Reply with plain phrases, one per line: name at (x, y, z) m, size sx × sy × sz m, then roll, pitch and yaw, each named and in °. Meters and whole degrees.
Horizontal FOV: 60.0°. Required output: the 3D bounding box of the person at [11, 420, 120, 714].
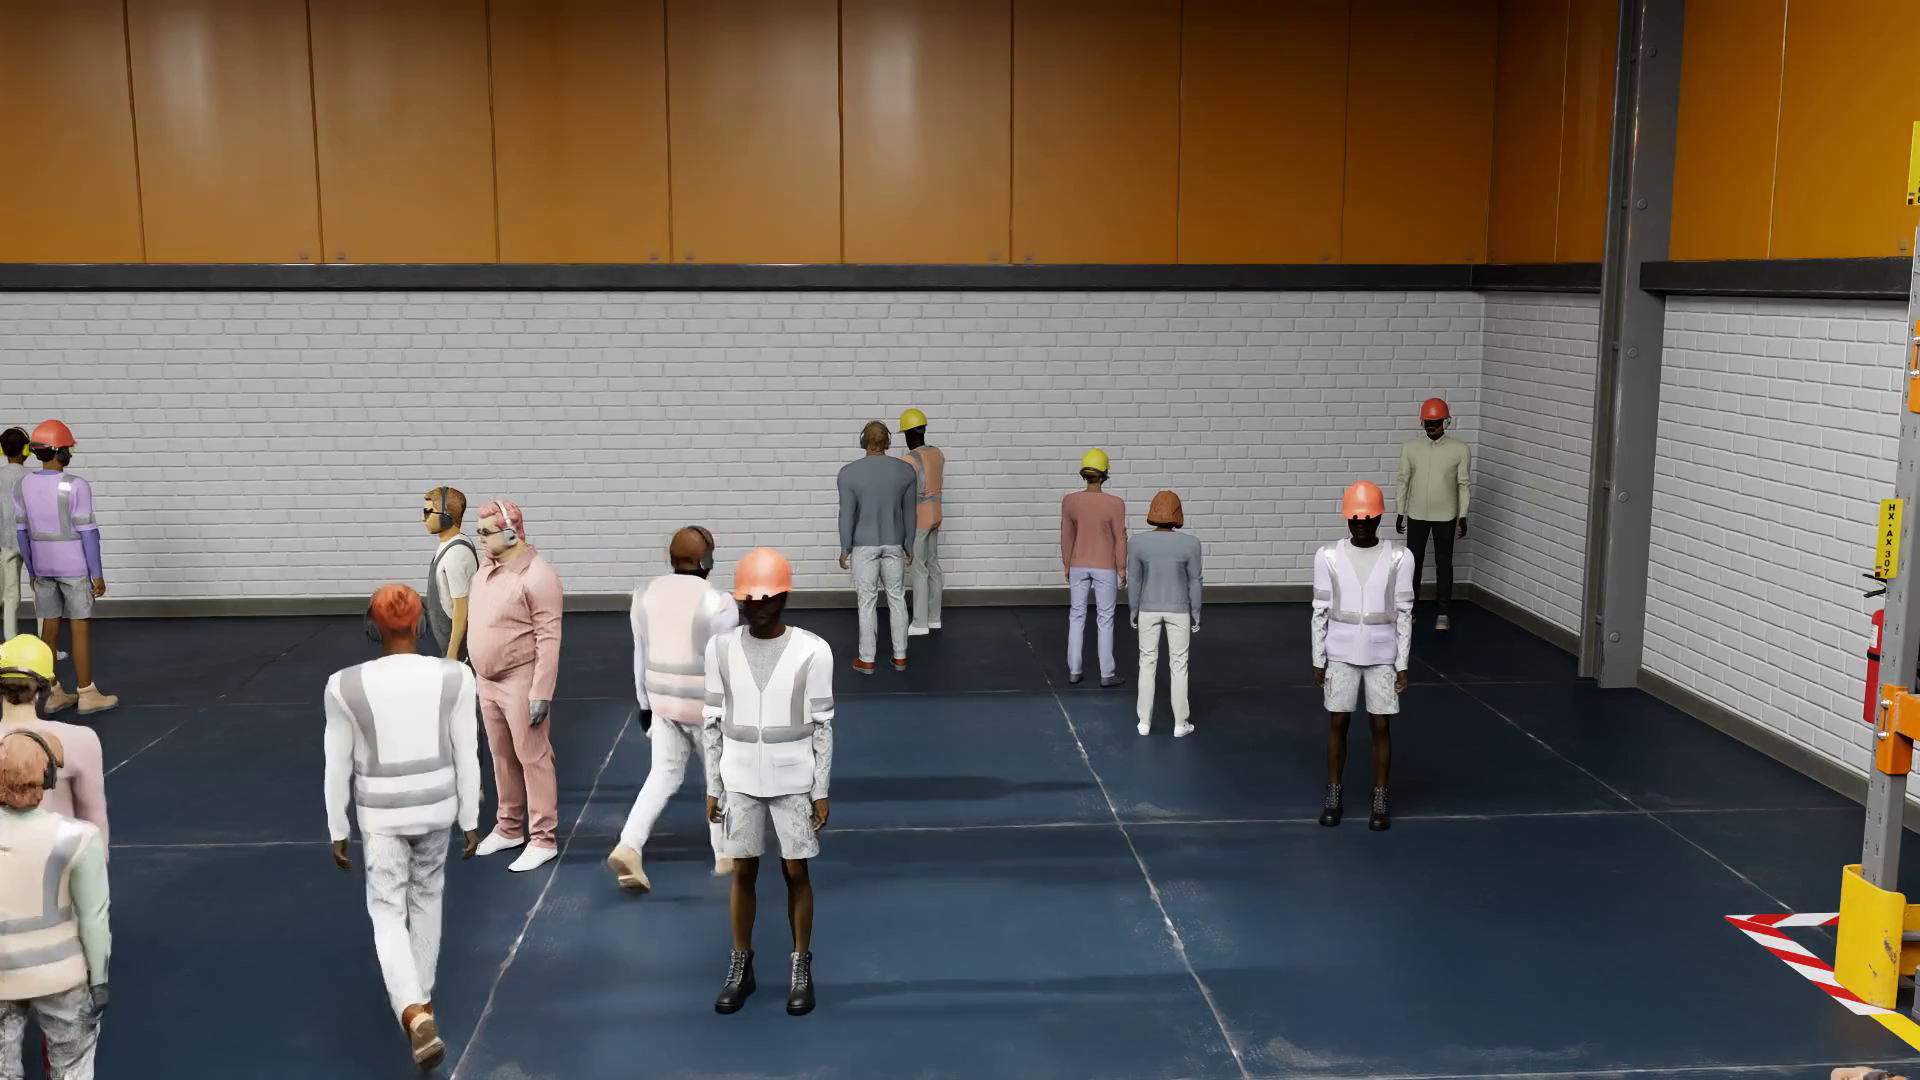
person at (-6.194, 0.191, 11.499) m, size 0.608 × 2.048 × 0.365 m, roll 2°, pitch 9°, yaw 11°

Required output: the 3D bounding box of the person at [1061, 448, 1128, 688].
person at (0.993, 0.206, 12.271) m, size 0.526 × 1.772 × 0.307 m, roll 5°, pitch 10°, yaw 27°

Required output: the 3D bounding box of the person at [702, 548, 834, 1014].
person at (-0.789, 0.989, 6.829) m, size 0.545 × 1.938 × 0.362 m, roll 1°, pitch 9°, yaw 4°

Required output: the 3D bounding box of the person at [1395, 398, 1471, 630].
person at (4.045, -0.225, 14.269) m, size 0.625 × 1.992 × 0.389 m, roll 4°, pitch 10°, yaw 25°

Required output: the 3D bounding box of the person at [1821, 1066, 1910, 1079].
person at (1.738, 1.760, 3.043) m, size 0.525 × 1.582 × 0.750 m, roll -3°, pitch 9°, yaw -15°

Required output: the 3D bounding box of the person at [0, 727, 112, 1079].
person at (-2.951, 1.402, 5.238) m, size 0.526 × 1.616 × 0.668 m, roll -2°, pitch 9°, yaw -10°

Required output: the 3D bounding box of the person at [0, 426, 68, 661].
person at (-7.285, 0.052, 12.934) m, size 0.532 × 1.870 × 0.318 m, roll -2°, pitch 9°, yaw -10°

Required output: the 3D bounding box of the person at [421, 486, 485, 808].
person at (-2.899, 0.608, 9.514) m, size 0.346 × 1.846 × 0.507 m, roll -3°, pitch 9°, yaw -17°

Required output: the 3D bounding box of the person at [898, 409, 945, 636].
person at (-0.353, -0.146, 14.019) m, size 0.381 × 1.918 × 0.584 m, roll 5°, pitch 10°, yaw 28°

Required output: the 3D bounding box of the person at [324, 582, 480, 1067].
person at (-2.139, 1.096, 6.453) m, size 0.574 × 1.858 × 0.824 m, roll -4°, pitch 10°, yaw -26°

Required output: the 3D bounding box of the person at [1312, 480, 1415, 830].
person at (2.192, 0.631, 9.104) m, size 0.542 × 1.932 × 0.383 m, roll 3°, pitch 9°, yaw 16°

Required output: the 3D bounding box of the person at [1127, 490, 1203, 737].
person at (1.346, 0.485, 10.946) m, size 0.500 × 1.633 × 0.286 m, roll 2°, pitch 9°, yaw 15°

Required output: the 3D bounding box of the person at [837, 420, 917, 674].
person at (-0.634, 0.055, 12.694) m, size 0.629 × 1.939 × 0.374 m, roll -3°, pitch 10°, yaw -20°

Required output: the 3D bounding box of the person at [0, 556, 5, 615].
person at (-6.538, 0.436, 10.807) m, size 0.573 × 1.783 × 0.909 m, roll -3°, pitch 10°, yaw -19°

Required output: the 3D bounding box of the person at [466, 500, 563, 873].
person at (-2.310, 0.738, 8.525) m, size 0.636 × 1.902 × 0.406 m, roll 8°, pitch 12°, yaw 42°

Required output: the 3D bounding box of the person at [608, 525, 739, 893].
person at (-1.379, 0.836, 8.213) m, size 0.636 × 1.816 × 0.848 m, roll 4°, pitch 10°, yaw 26°

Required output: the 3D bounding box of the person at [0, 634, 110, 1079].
person at (-3.364, 1.220, 6.002) m, size 0.538 × 1.746 × 0.499 m, roll -4°, pitch 10°, yaw -23°
